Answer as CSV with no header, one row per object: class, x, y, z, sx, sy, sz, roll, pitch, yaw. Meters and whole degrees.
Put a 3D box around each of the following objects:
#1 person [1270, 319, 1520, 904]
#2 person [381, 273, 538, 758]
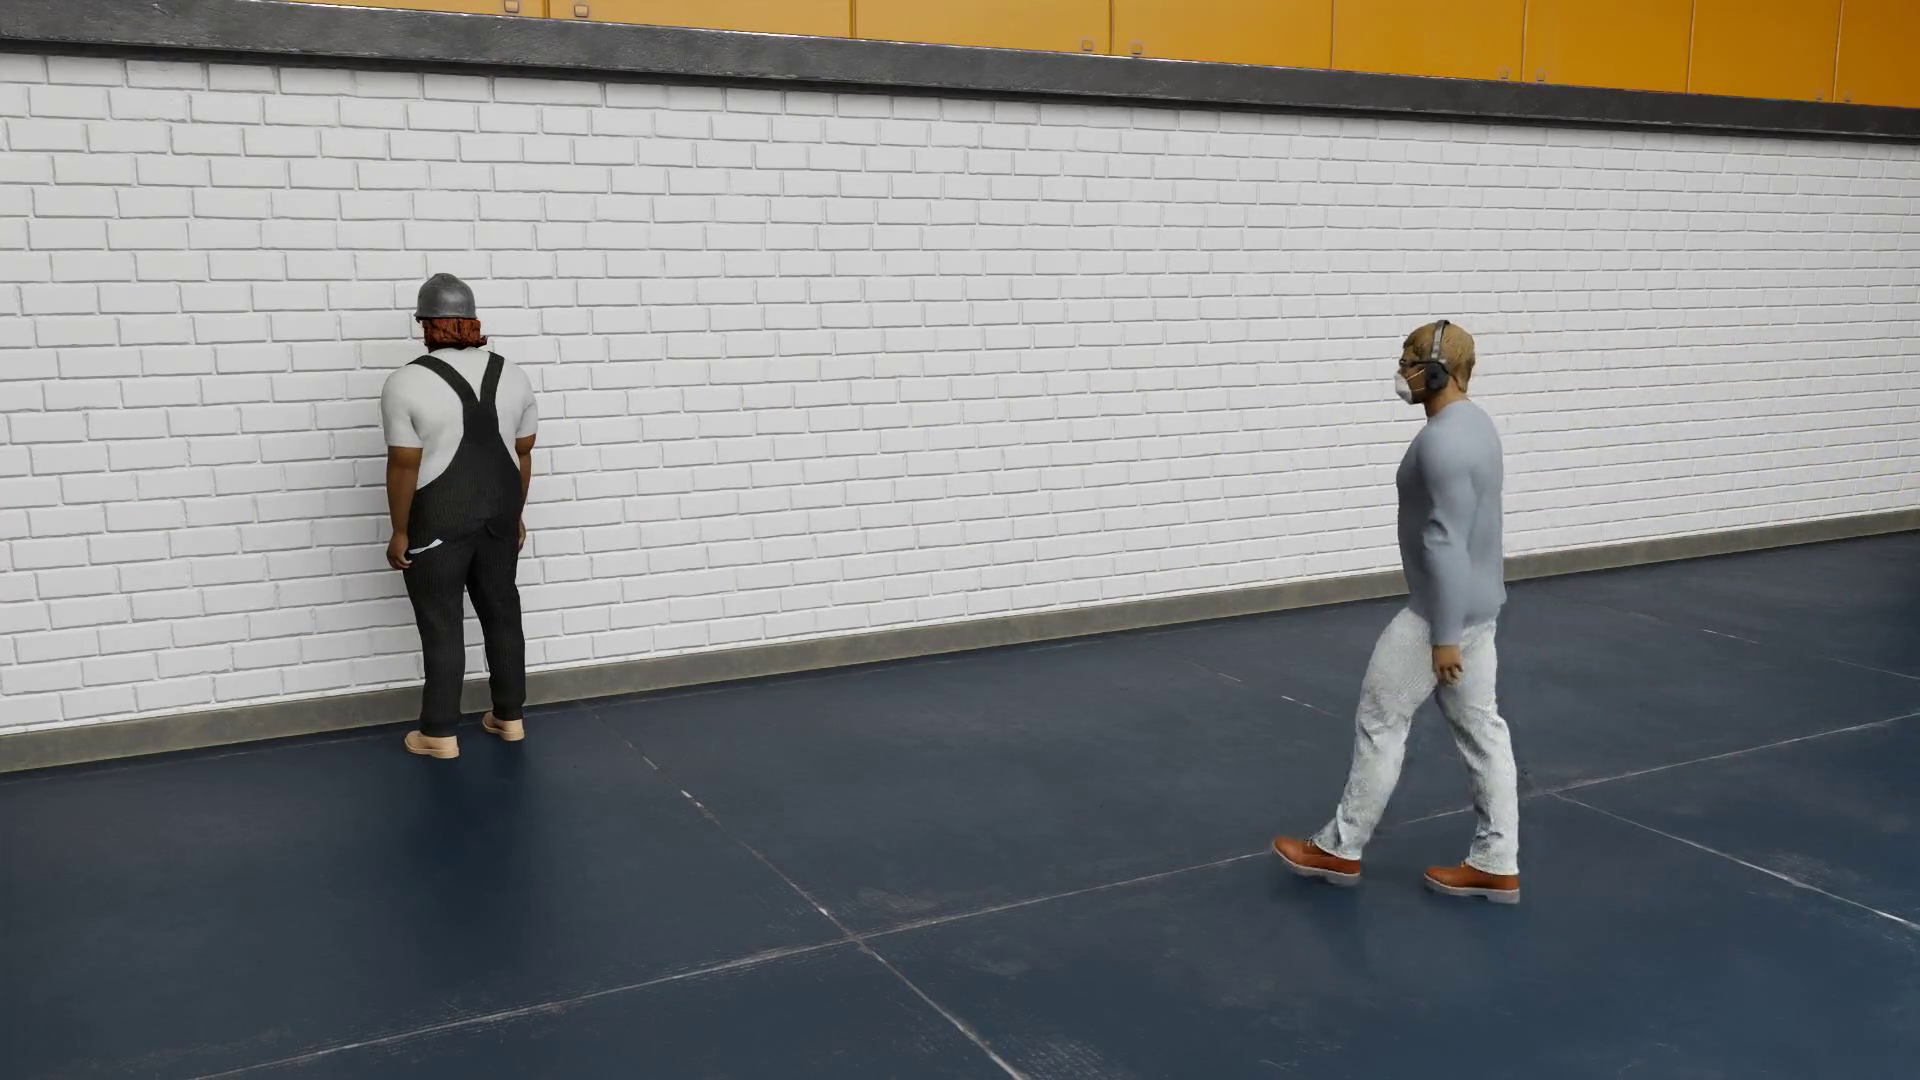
person,1.469,0.232,5.501,0.928,1.897,0.647,5,11,27
person,-2.162,-0.109,7.072,0.537,2.000,0.682,9,13,41
